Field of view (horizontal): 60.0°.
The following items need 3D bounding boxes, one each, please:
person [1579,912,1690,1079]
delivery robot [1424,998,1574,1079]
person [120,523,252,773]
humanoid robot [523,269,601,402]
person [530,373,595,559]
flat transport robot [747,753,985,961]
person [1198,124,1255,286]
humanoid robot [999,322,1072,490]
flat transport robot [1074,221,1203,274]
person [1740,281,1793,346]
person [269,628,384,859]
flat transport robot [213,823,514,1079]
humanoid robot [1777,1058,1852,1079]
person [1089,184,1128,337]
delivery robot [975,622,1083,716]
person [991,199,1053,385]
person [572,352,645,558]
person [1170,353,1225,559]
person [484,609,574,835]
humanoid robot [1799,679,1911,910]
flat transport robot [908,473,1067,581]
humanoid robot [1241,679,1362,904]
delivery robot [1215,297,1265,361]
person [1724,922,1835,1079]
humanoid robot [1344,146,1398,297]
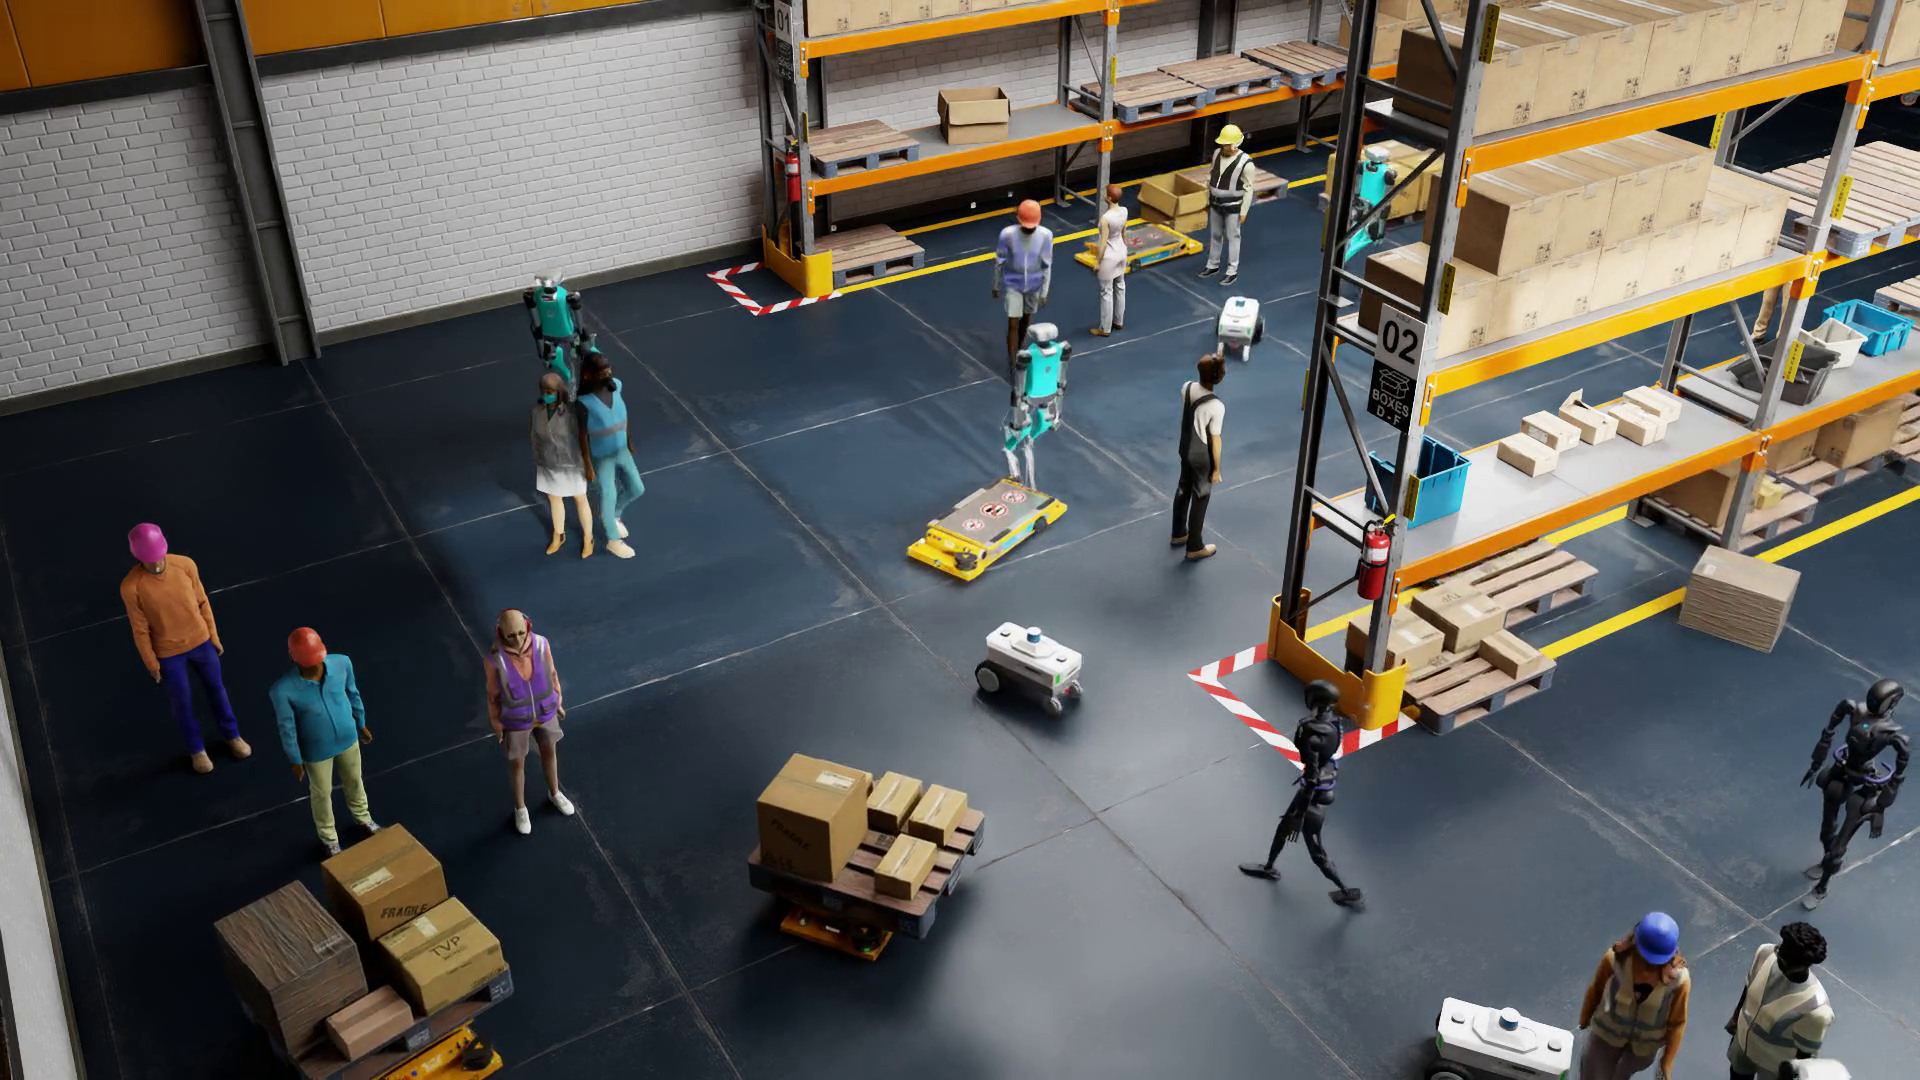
[{"bbox_3d":[3.441,2.586,8.582,0.463,1.729,0.873,11,34,16],"label":"person"},{"bbox_3d":[3.011,2.845,9.265,0.774,0.581,0.499,12,34,19],"label":"delivery robot"},{"bbox_3d":[-5.314,0.720,11.339,0.516,1.973,0.403,-27,41,-36],"label":"person"},{"bbox_3d":[-3.664,-1.847,15.658,0.530,1.713,1.058,3,32,5],"label":"humanoid robot"},{"bbox_3d":[-3.300,-0.609,13.744,0.481,1.660,0.338,7,33,10],"label":"person"},{"bbox_3d":[-0.541,2.092,10.747,0.659,0.231,1.431,13,34,20],"label":"flat transport robot"},{"bbox_3d":[2.972,-3.754,18.598,0.404,1.830,0.598,-26,40,-35],"label":"person"},{"bbox_3d":[0.576,-1.116,14.512,0.539,1.822,0.726,-17,36,-25],"label":"humanoid robot"},{"bbox_3d":[2.107,-3.424,19.544,1.431,0.231,0.659,-20,37,-29],"label":"flat transport robot"},{"bbox_3d":[8.484,-2.752,17.074,0.328,1.751,0.565,-19,37,-28],"label":"person"},{"bbox_3d":[-4.030,1.284,10.638,0.341,1.748,0.571,24,39,33],"label":"person"},{"bbox_3d":[-3.328,2.778,9.653,0.659,0.231,1.431,-27,41,-36],"label":"flat transport robot"},{"bbox_3d":[3.585,3.101,7.768,0.884,1.780,0.541,-3,32,-5],"label":"humanoid robot"},{"bbox_3d":[1.580,-2.949,17.473,0.285,1.660,0.438,25,40,34],"label":"person"},{"bbox_3d":[0.519,0.912,12.370,0.781,0.605,0.499,23,39,32],"label":"delivery robot"},{"bbox_3d":[0.631,-2.486,16.541,0.600,1.874,0.917,-5,32,-8],"label":"person"},{"bbox_3d":[-2.893,-0.702,13.714,0.459,1.849,0.554,22,38,31],"label":"person"},{"bbox_3d":[1.980,-0.697,13.719,0.337,1.839,0.502,-17,36,-25],"label":"person"},{"bbox_3d":[-2.825,1.159,10.893,0.494,1.692,0.341,-20,37,-29],"label":"person"},{"bbox_3d":[5.512,1.527,10.327,0.549,1.638,0.583,-16,36,-24],"label":"humanoid robot"},{"bbox_3d":[0.250,-0.128,14.288,0.659,0.231,1.431,22,38,31],"label":"flat transport robot"},{"bbox_3d":[2.200,1.568,10.320,0.779,1.646,0.608,9,33,14],"label":"humanoid robot"},{"bbox_3d":[2.917,-2.254,17.423,0.499,0.609,0.805,8,33,13],"label":"delivery robot"},{"bbox_3d":[4.163,2.614,8.573,0.320,1.693,0.532,-7,33,-11],"label":"person"},{"bbox_3d":[4.214,-3.333,18.067,0.996,1.781,0.531,-20,37,-29],"label":"humanoid robot"}]
